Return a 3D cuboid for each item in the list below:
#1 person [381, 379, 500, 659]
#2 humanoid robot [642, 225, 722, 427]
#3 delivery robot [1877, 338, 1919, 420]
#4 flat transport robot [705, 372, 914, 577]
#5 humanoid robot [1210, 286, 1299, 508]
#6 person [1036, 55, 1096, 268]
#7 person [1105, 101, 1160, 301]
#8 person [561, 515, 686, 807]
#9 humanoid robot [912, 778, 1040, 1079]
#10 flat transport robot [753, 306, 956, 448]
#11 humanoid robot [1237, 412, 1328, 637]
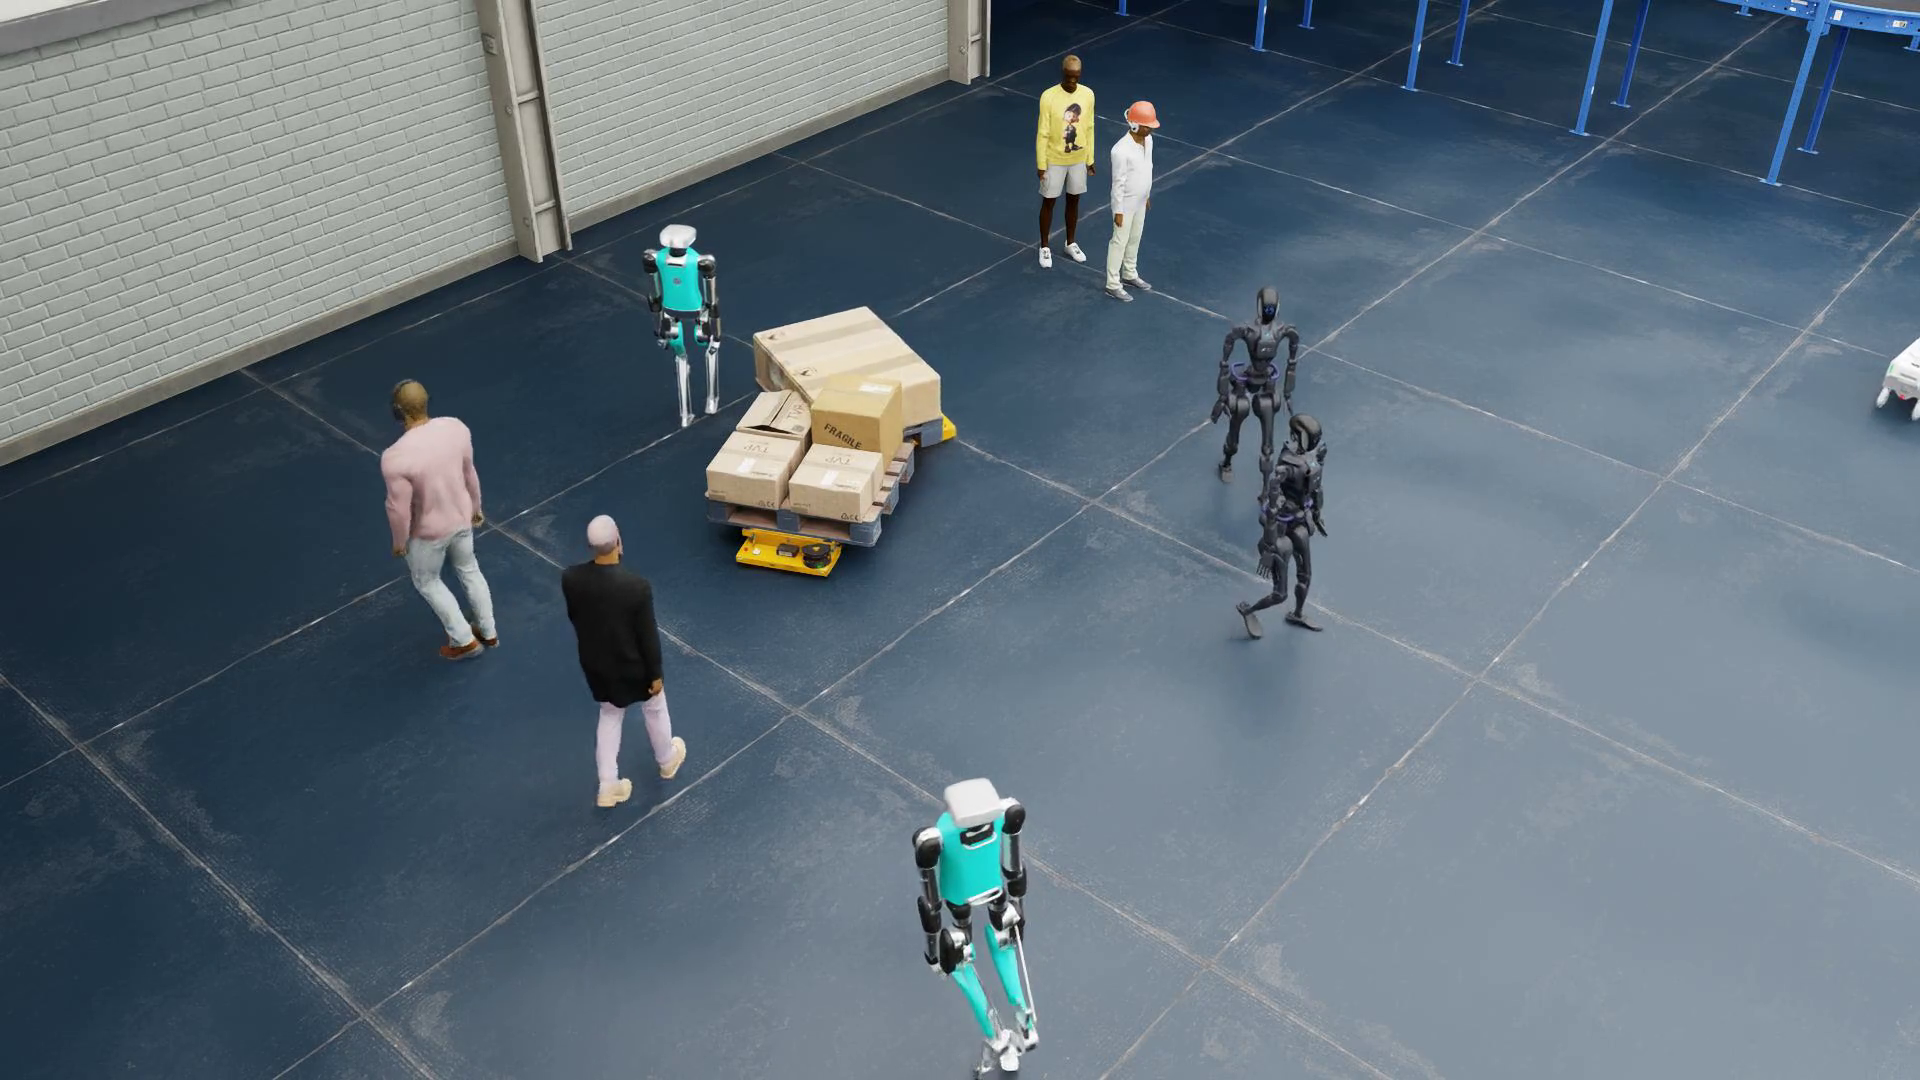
[{"bbox_3d":[-3.144,-0.091,10.120,0.452,1.903,0.659,20,40,25],"label":"person"},{"bbox_3d":[-1.977,-1.640,12.424,0.553,1.755,0.838,4,36,6],"label":"humanoid robot"},{"bbox_3d":[7.534,-1.331,12.998,0.767,0.581,0.499,-29,45,-34],"label":"delivery robot"},{"bbox_3d":[-1.020,-0.256,11.747,0.659,0.231,1.431,9,36,12],"label":"flat transport robot"},{"bbox_3d":[2.067,-1.017,11.628,0.589,1.629,0.711,-4,36,-6],"label":"humanoid robot"},{"bbox_3d":[0.929,-3.350,14.688,0.544,1.898,0.374,-11,37,-15],"label":"person"},{"bbox_3d":[1.484,-2.897,14.184,0.347,1.743,0.561,22,41,28],"label":"person"},{"bbox_3d":[-1.872,0.677,9.099,0.549,1.838,0.621,6,36,8],"label":"person"},{"bbox_3d":[0.152,1.915,7.464,0.537,1.838,0.698,-17,39,-23],"label":"humanoid robot"},{"bbox_3d":[-0.808,-0.819,12.537,1.431,0.231,0.659,-18,39,-23],"label":"flat transport robot"},{"bbox_3d":[2.030,-0.086,10.295,0.446,1.643,0.613,30,45,35],"label":"humanoid robot"}]
